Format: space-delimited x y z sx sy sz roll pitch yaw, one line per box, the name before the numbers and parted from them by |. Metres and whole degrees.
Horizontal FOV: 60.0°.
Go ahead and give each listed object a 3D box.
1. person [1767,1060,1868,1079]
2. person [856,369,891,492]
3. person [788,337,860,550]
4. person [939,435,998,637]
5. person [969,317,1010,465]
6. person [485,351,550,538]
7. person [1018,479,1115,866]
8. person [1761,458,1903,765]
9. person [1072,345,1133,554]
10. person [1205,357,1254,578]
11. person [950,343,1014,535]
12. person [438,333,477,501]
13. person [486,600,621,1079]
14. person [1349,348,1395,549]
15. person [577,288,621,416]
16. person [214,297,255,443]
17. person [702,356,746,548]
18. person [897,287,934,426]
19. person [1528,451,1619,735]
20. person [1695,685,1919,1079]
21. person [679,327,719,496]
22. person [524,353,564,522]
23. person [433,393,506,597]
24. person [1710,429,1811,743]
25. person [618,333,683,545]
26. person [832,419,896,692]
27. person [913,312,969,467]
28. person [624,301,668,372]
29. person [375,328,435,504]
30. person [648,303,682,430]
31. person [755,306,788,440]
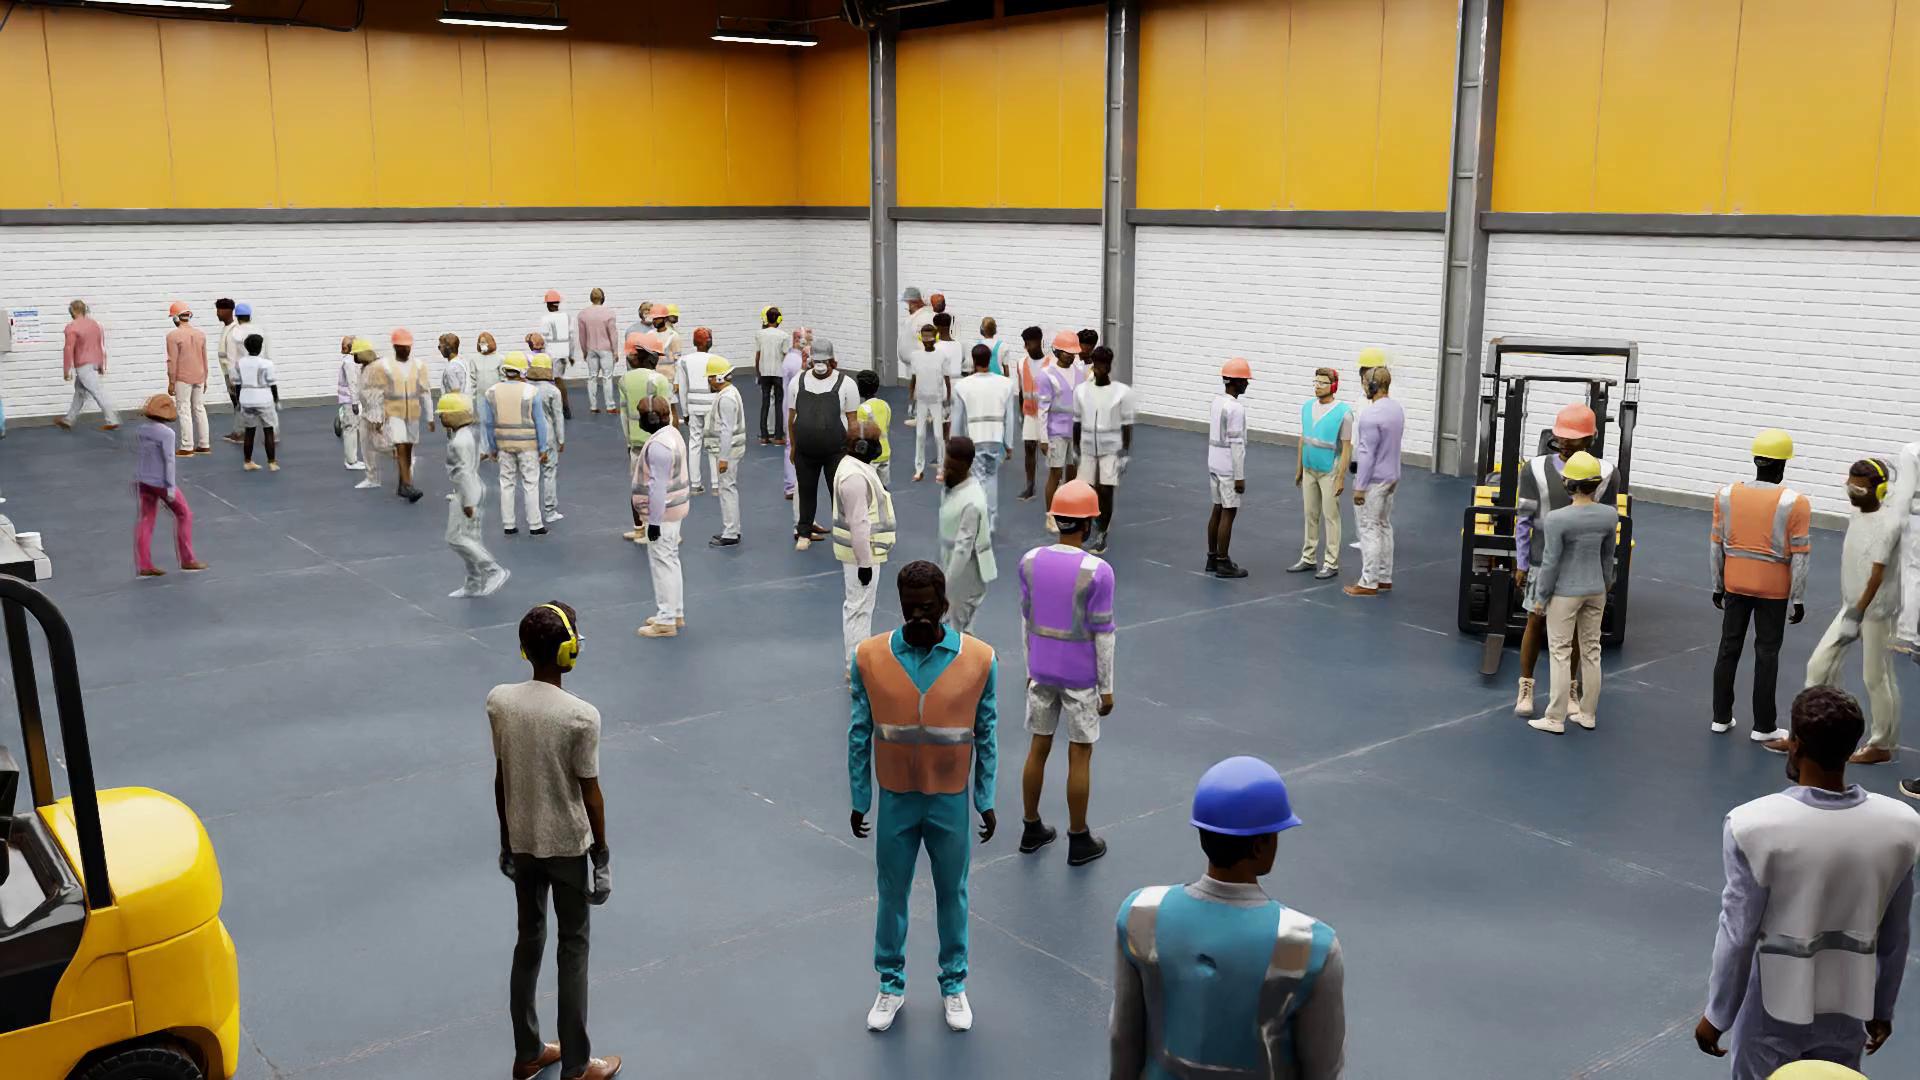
person | 1.554 1.807 3.179 0.318 1.766 0.535 9 15 36
person | -0.841 -0.776 15.841 0.318 1.691 0.538 6 13 28
person | -1.297 -0.898 15.571 0.686 2.000 0.535 2 12 10
person | 0.002 0.250 10.448 0.470 1.870 0.632 -1 12 -3
person | 0.361 -1.835 20.576 0.507 1.844 0.345 -2 12 -11
person | -4.300 -0.926 16.214 0.600 1.829 0.404 2 12 8
person | 0.551 0.655 8.355 0.544 1.928 0.401 9 15 36
person | 5.134 0.434 9.670 0.827 1.830 0.484 -1 12 -3
person | 1.337 -0.859 15.604 0.601 1.948 0.533 5 13 24
person | 2.370 -0.632 14.567 0.387 1.929 0.547 -2 12 -11
person | 0.178 -0.967 16.237 0.610 1.899 0.669 -4 12 -19
person | -5.505 -1.347 18.222 0.325 1.842 0.513 0 12 0
person | -1.511 1.142 6.176 0.504 1.861 0.329 5 13 22
person | 3.854 -0.847 15.633 0.417 1.911 0.601 7 14 32
person | -5.477 -2.858 25.283 0.627 1.941 0.370 3 12 13
person | -9.828 -2.296 22.503 0.362 1.963 0.614 -9 15 -38
person | -2.240 -0.841 15.841 0.403 1.818 0.604 -1 12 -7
person | -0.629 -2.645 24.008 0.570 2.000 0.719 -5 13 -25
person | 3.799 0.331 10.298 0.525 1.772 0.305 -4 12 -19
person | 2.497 1.370 4.919 0.596 1.915 0.374 -1 12 -6
person | -2.834 -1.425 18.502 0.574 1.883 0.356 3 12 16
person | -4.288 -1.049 17.057 0.495 1.727 0.324 2 12 9
person | -4.075 -0.353 13.705 0.427 1.734 0.496 -3 12 -13
person | 4.875 0.279 10.165 0.363 1.928 0.587 -10 15 -40
person | -2.936 -0.941 15.795 0.605 2.035 0.384 8 14 32
person | -0.644 0.104 11.219 0.429 1.844 0.624 -1 12 -5
person | -0.256 -1.772 20.042 0.769 1.927 0.605 11 16 41
person | -4.161 -2.227 22.274 0.635 1.929 0.381 -8 14 -35
person | -6.042 -1.358 18.139 0.571 1.892 0.967 -8 14 -35
person | -3.879 -2.105 21.650 0.542 1.939 0.361 5 13 24
person | -2.594 -2.283 22.765 0.404 1.831 0.600 7 14 30
